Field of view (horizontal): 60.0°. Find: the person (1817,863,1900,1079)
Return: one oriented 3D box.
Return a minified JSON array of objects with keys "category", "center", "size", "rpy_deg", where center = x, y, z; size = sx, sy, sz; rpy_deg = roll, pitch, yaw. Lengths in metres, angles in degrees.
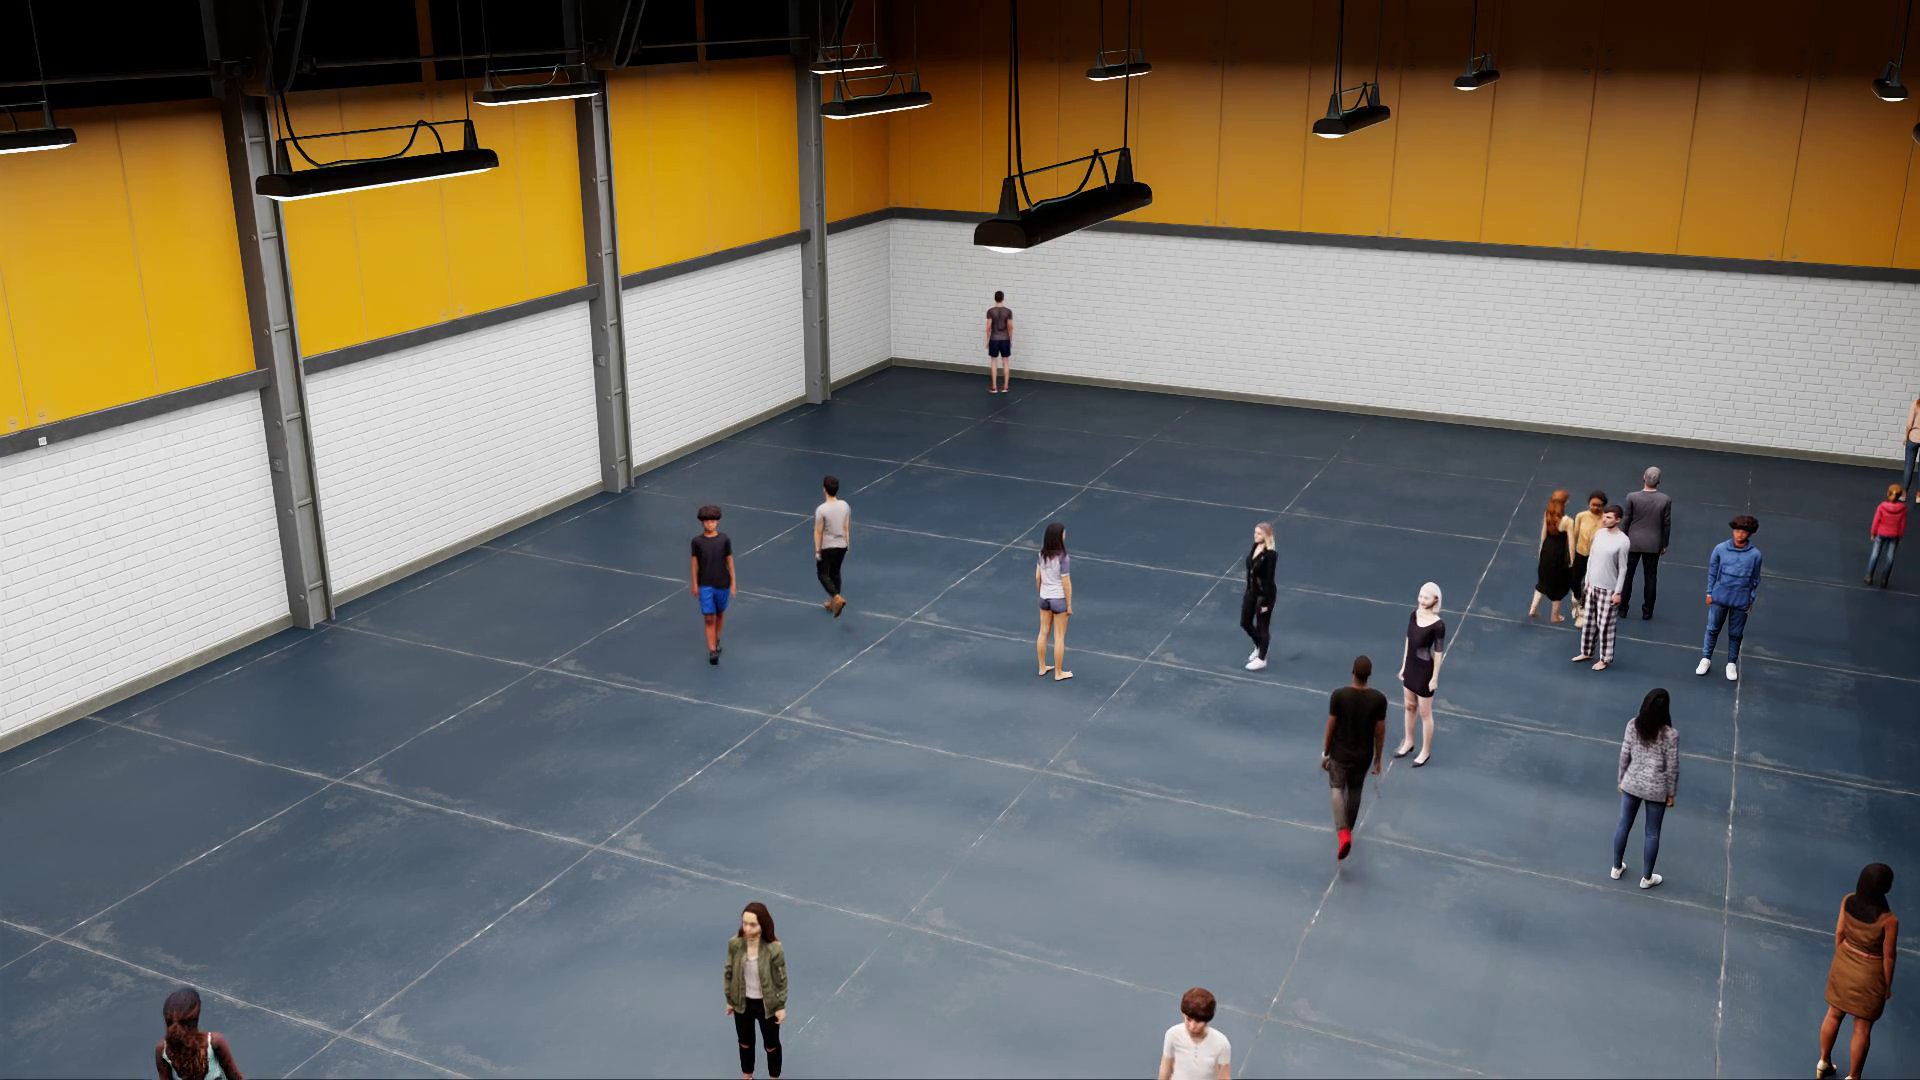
[{"category":"person","center":[6.019,2.921,11.134],"size":[0.683,1.690,0.645],"rpy_deg":[-9,21,-26]}]

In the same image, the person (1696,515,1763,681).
[{"category":"person","center":[8.283,0.590,17.864],"size":[0.668,1.811,0.567],"rpy_deg":[9,21,25]}]

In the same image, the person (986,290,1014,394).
[{"category":"person","center":[0.720,-3.616,30.292],"size":[0.728,1.851,0.724],"rpy_deg":[-2,19,-5]}]

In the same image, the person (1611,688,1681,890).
[{"category":"person","center":[5.656,2.026,13.725],"size":[0.674,1.732,0.619],"rpy_deg":[16,24,39]}]

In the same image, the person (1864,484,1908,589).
[{"category":"person","center":[11.476,-0.051,20.547],"size":[0.511,1.314,0.530],"rpy_deg":[8,20,23]}]

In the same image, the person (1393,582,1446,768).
[{"category":"person","center":[4.394,1.262,15.836],"size":[0.654,1.832,0.640],"rpy_deg":[-11,22,-30]}]

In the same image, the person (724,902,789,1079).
[{"category":"person","center":[-1.346,3.068,11.033],"size":[0.621,1.475,0.572],"rpy_deg":[4,19,13]}]

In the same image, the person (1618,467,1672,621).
[{"category":"person","center":[8.005,0.024,19.499],"size":[0.768,1.840,0.648],"rpy_deg":[5,19,14]}]

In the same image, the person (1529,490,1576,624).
[{"category":"person","center":[6.898,0.194,19.342],"size":[0.814,1.619,0.753],"rpy_deg":[-13,22,-33]}]

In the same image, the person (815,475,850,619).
[{"category":"person","center":[-1.468,0.101,19.483],"size":[0.951,1.705,0.939],"rpy_deg":[-11,22,-31]}]

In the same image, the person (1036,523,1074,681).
[{"category":"person","center":[1.008,0.641,17.835],"size":[0.640,1.733,0.592],"rpy_deg":[17,25,40]}]

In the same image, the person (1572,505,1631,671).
[{"category":"person","center":[7.019,0.493,18.096],"size":[0.745,1.847,0.712],"rpy_deg":[-9,21,-25]}]

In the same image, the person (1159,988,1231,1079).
[{"category":"person","center":[1.389,3.370,9.854],"size":[0.624,1.655,0.629],"rpy_deg":[5,19,15]}]

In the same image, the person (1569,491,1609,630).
[{"category":"person","center":[7.302,0.190,19.302],"size":[0.667,1.652,0.711],"rpy_deg":[10,21,28]}]

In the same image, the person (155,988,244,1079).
[{"category":"person","center":[-4.386,3.441,9.616],"size":[0.908,1.674,1.245],"rpy_deg":[0,19,-1]}]

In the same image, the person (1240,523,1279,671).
[{"category":"person","center":[3.337,0.603,18.035],"size":[0.787,1.677,0.741],"rpy_deg":[-10,21,-28]}]

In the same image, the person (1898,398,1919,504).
[{"category":"person","center":[13.789,-1.420,23.862],"size":[0.593,1.792,0.525],"rpy_deg":[7,20,21]}]

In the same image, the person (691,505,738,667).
[{"category":"person","center":[-2.721,0.458,18.338],"size":[1.048,1.760,1.168],"rpy_deg":[-5,19,-13]}]

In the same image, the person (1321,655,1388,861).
[{"category":"person","center":[3.330,1.860,14.132],"size":[0.871,1.786,1.103],"rpy_deg":[2,19,6]}]
